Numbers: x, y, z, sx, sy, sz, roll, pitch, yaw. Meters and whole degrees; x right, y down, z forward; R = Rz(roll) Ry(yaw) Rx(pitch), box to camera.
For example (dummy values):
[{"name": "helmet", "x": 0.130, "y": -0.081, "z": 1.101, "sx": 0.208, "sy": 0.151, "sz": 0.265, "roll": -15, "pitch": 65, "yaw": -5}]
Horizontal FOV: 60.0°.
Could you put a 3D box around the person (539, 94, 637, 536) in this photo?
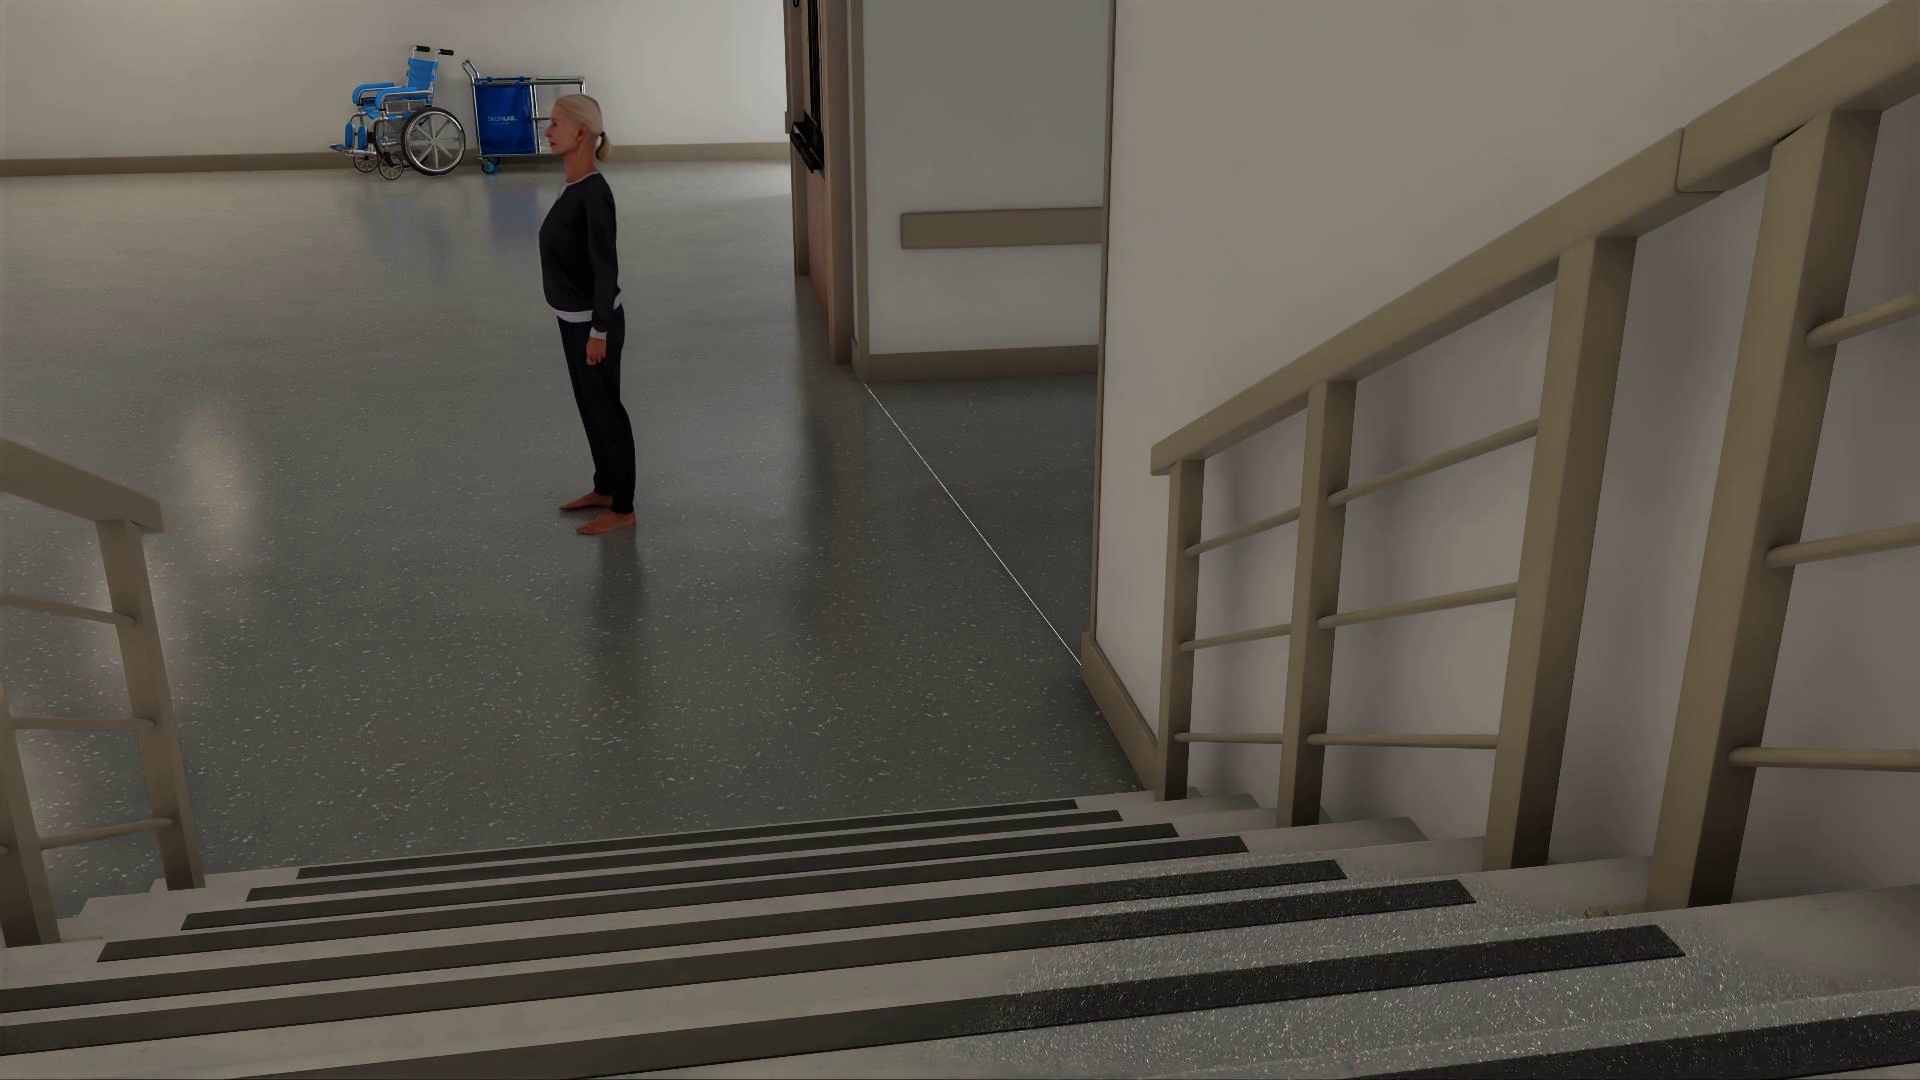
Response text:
[{"name": "person", "x": -1.478, "y": -0.905, "z": 6.660, "sx": 0.716, "sy": 1.727, "sz": 0.551, "roll": -10, "pitch": 23, "yaw": -24}]
